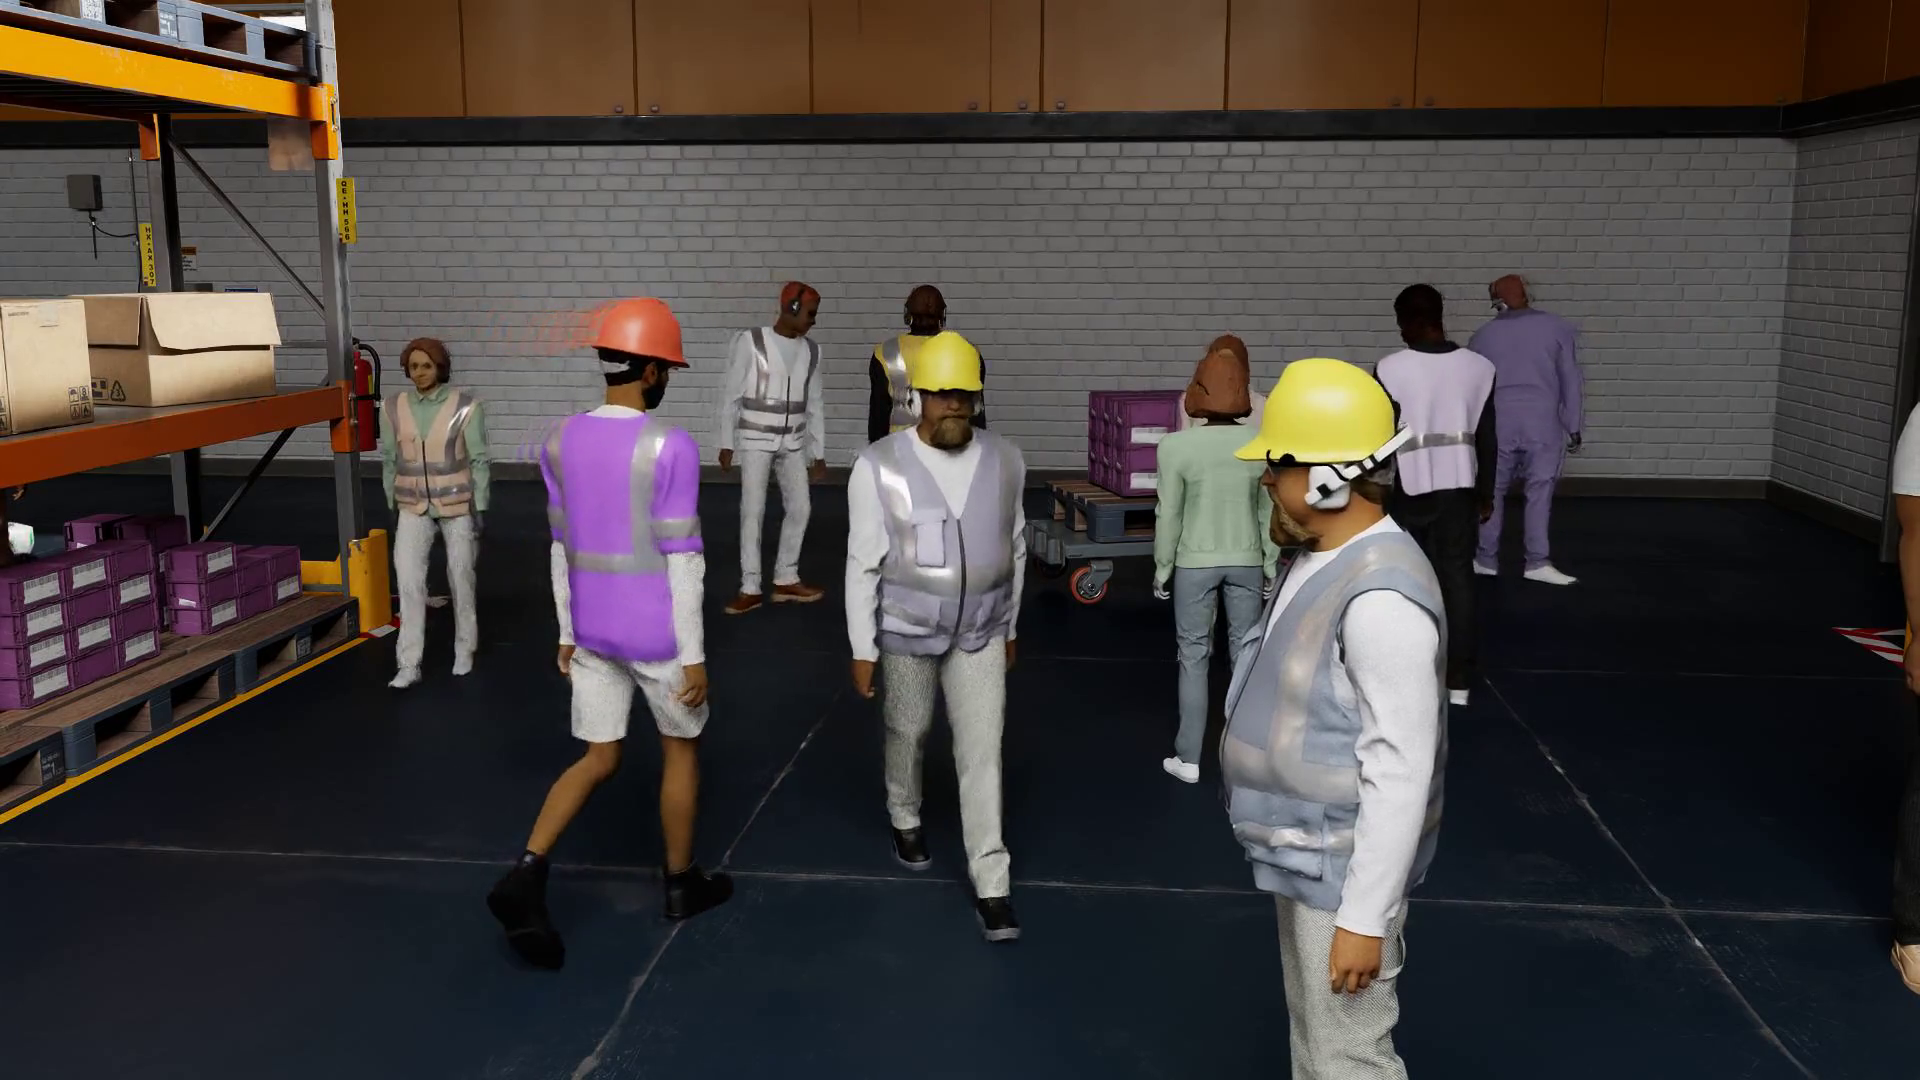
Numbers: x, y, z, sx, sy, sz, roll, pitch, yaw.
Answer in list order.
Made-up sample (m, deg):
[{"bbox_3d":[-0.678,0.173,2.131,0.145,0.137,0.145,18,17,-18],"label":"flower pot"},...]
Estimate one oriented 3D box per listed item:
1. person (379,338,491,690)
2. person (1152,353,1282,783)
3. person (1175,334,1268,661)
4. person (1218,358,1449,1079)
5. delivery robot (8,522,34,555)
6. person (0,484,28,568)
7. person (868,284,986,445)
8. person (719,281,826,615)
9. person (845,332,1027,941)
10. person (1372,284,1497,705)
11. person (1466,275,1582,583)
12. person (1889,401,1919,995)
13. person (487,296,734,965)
[{"bbox_3d":[-2.435,-0.112,7.667,0.535,1.606,0.771,0,10,1],"label":"person"},{"bbox_3d":[0.977,0.112,6.325,0.502,1.636,0.280,-1,10,-7],"label":"person"},{"bbox_3d":[1.271,-0.180,8.061,0.529,1.626,0.332,6,12,32],"label":"person"},{"bbox_3d":[0.684,0.577,3.110,0.403,1.828,0.598,0,10,1],"label":"person"},{"bbox_3d":[-5.706,0.053,9.490,0.477,0.478,0.707,8,12,37],"label":"delivery robot"},{"bbox_3d":[-4.880,-0.374,8.085,0.623,1.992,0.396,-3,10,-19],"label":"person"},{"bbox_3d":[-0.180,-0.417,8.769,0.633,1.843,0.429,-2,10,-14],"label":"person"},{"bbox_3d":[-1.071,-0.513,9.319,0.701,1.854,0.346,-8,12,-37],"label":"person"},{"bbox_3d":[-0.065,0.251,5.136,0.602,1.784,0.955,-3,10,-16],"label":"person"},{"bbox_3d":[2.148,-0.233,7.655,0.669,1.851,0.961,-1,10,-6],"label":"person"},{"bbox_3d":[3.479,-0.674,10.181,0.752,1.873,0.396,7,12,33],"label":"person"},{"bbox_3d":[2.887,0.237,4.453,0.680,2.000,0.537,0,10,-2],"label":"person"},{"bbox_3d":[-0.999,0.262,4.760,0.547,1.900,0.842,5,11,28],"label":"person"}]
